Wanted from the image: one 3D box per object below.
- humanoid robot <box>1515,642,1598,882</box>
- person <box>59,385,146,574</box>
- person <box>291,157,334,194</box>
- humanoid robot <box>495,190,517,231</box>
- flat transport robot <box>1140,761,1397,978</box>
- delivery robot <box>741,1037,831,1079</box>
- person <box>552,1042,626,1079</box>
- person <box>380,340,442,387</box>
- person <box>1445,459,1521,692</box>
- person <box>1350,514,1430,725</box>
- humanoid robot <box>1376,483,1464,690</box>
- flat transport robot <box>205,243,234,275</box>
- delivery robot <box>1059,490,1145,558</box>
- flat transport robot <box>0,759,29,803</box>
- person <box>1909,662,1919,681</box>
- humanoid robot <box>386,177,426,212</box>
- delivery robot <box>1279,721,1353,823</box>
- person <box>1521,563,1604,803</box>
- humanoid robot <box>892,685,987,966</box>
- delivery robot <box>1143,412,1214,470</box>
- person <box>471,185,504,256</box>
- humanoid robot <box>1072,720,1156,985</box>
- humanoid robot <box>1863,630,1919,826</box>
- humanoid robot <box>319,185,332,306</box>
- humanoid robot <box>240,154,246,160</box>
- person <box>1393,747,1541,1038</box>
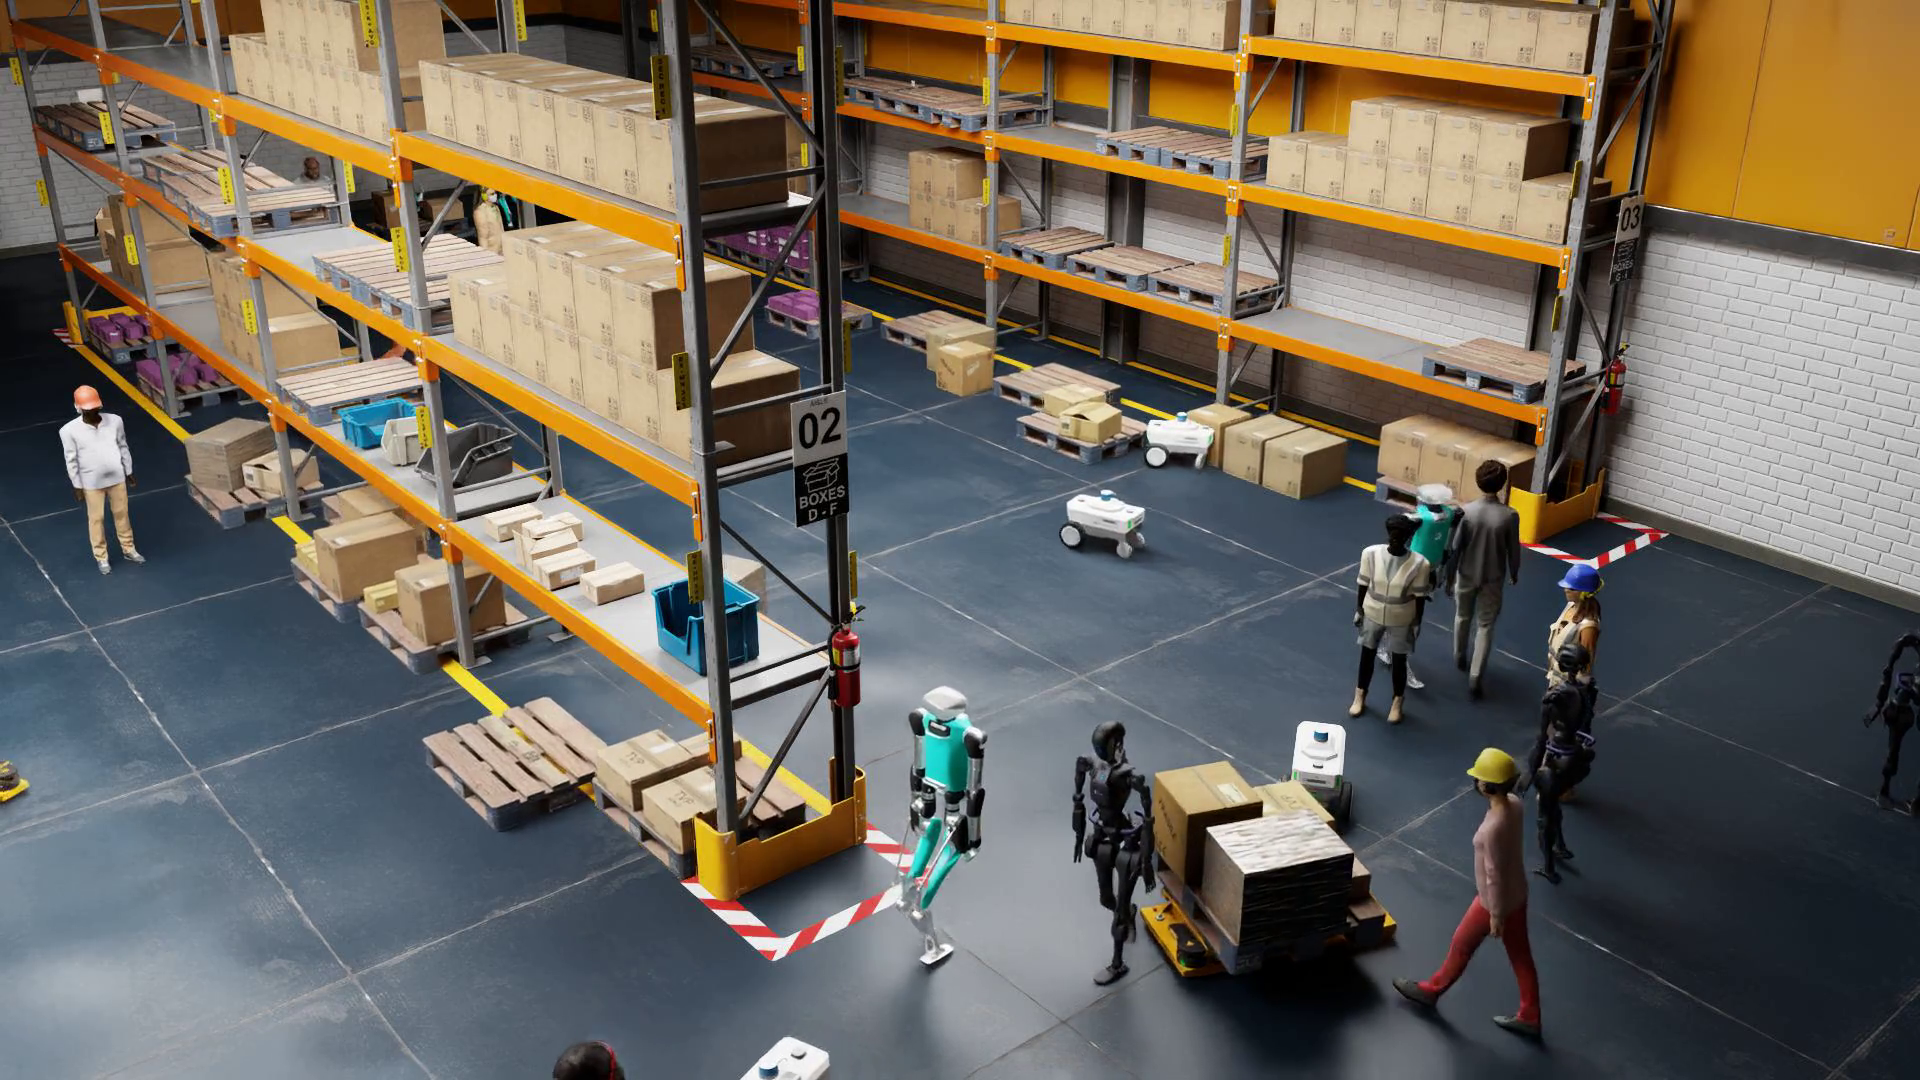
[{"bbox_3d":[3.823,1.415,10.593,0.604,1.654,0.308,-15,28,-32],"label":"humanoid robot"},{"bbox_3d":[-7.764,-0.570,15.088,0.340,1.751,0.562,19,30,37],"label":"person"},{"bbox_3d":[-9.358,-4.644,24.359,0.676,1.879,0.738,-16,28,-33],"label":"person"},{"bbox_3d":[-7.162,-5.544,26.684,0.530,1.769,0.992,-18,29,-36],"label":"humanoid robot"},{"bbox_3d":[1.902,2.317,10.277,1.431,0.231,0.659,-7,24,-17],"label":"flat transport robot"},{"bbox_3d":[-0.976,2.918,8.525,0.499,0.593,0.795,13,27,27],"label":"delivery robot"},{"bbox_3d":[-1.449,2.870,7.003,0.595,1.854,0.442,6,24,13],"label":"person"},{"bbox_3d":[-6.749,-2.648,19.939,0.804,1.732,0.494,4,24,10],"label":"person"},{"bbox_3d":[4.084,0.259,13.014,0.541,1.871,0.809,9,25,21],"label":"person"},{"bbox_3d":[3.229,0.578,12.511,0.533,1.693,0.320,12,26,25],"label":"person"},{"bbox_3d":[3.455,0.285,13.123,0.530,1.744,0.876,-11,26,-24],"label":"humanoid robot"},{"bbox_3d":[-10.058,-3.307,23.302,1.431,0.231,0.659,4,24,10],"label":"flat transport robot"},{"bbox_3d":[1.348,-0.179,15.702,0.777,0.598,0.499,14,27,30],"label":"delivery robot"},{"bbox_3d":[-7.371,1.697,11.715,1.431,0.231,0.659,9,25,20],"label":"flat transport robot"},{"bbox_3d":[7.809,0.263,12.953,0.545,1.926,0.387,14,27,29],"label":"person"},{"bbox_3d":[-9.112,-5.792,27.351,0.723,1.898,0.540,2,23,4],"label":"humanoid robot"},{"bbox_3d":[2.500,1.577,11.613,0.499,0.581,0.774,6,24,13],"label":"delivery robot"},{"bbox_3d":[4.184,0.979,11.470,0.310,1.778,0.471,0,23,0],"label":"person"},{"bbox_3d":[-0.203,1.762,9.725,0.538,1.806,0.669,19,30,36],"label":"humanoid robot"},{"bbox_3d":[2.318,-1.058,17.756,0.785,0.614,0.508,5,24,11],"label":"delivery robot"},{"bbox_3d":[-6.418,-3.953,22.775,0.409,1.877,0.552,5,24,11],"label":"person"},{"bbox_3d":[0.947,1.773,9.802,0.592,1.635,0.642,17,28,34],"label":"humanoid robot"},{"bbox_3d":[6.498,1.126,11.268,0.609,1.634,0.439,8,25,17],"label":"humanoid robot"},{"bbox_3d":[-9.023,-4.135,23.259,0.703,1.713,0.530,-5,24,-11],"label":"humanoid robot"},{"bbox_3d":[-10.987,-5.154,25.809,0.608,1.648,0.409,10,25,23],"label":"humanoid robot"},{"bbox_3d":[2.934,1.954,9.280,0.903,1.711,0.536,16,28,32],"label":"person"}]
